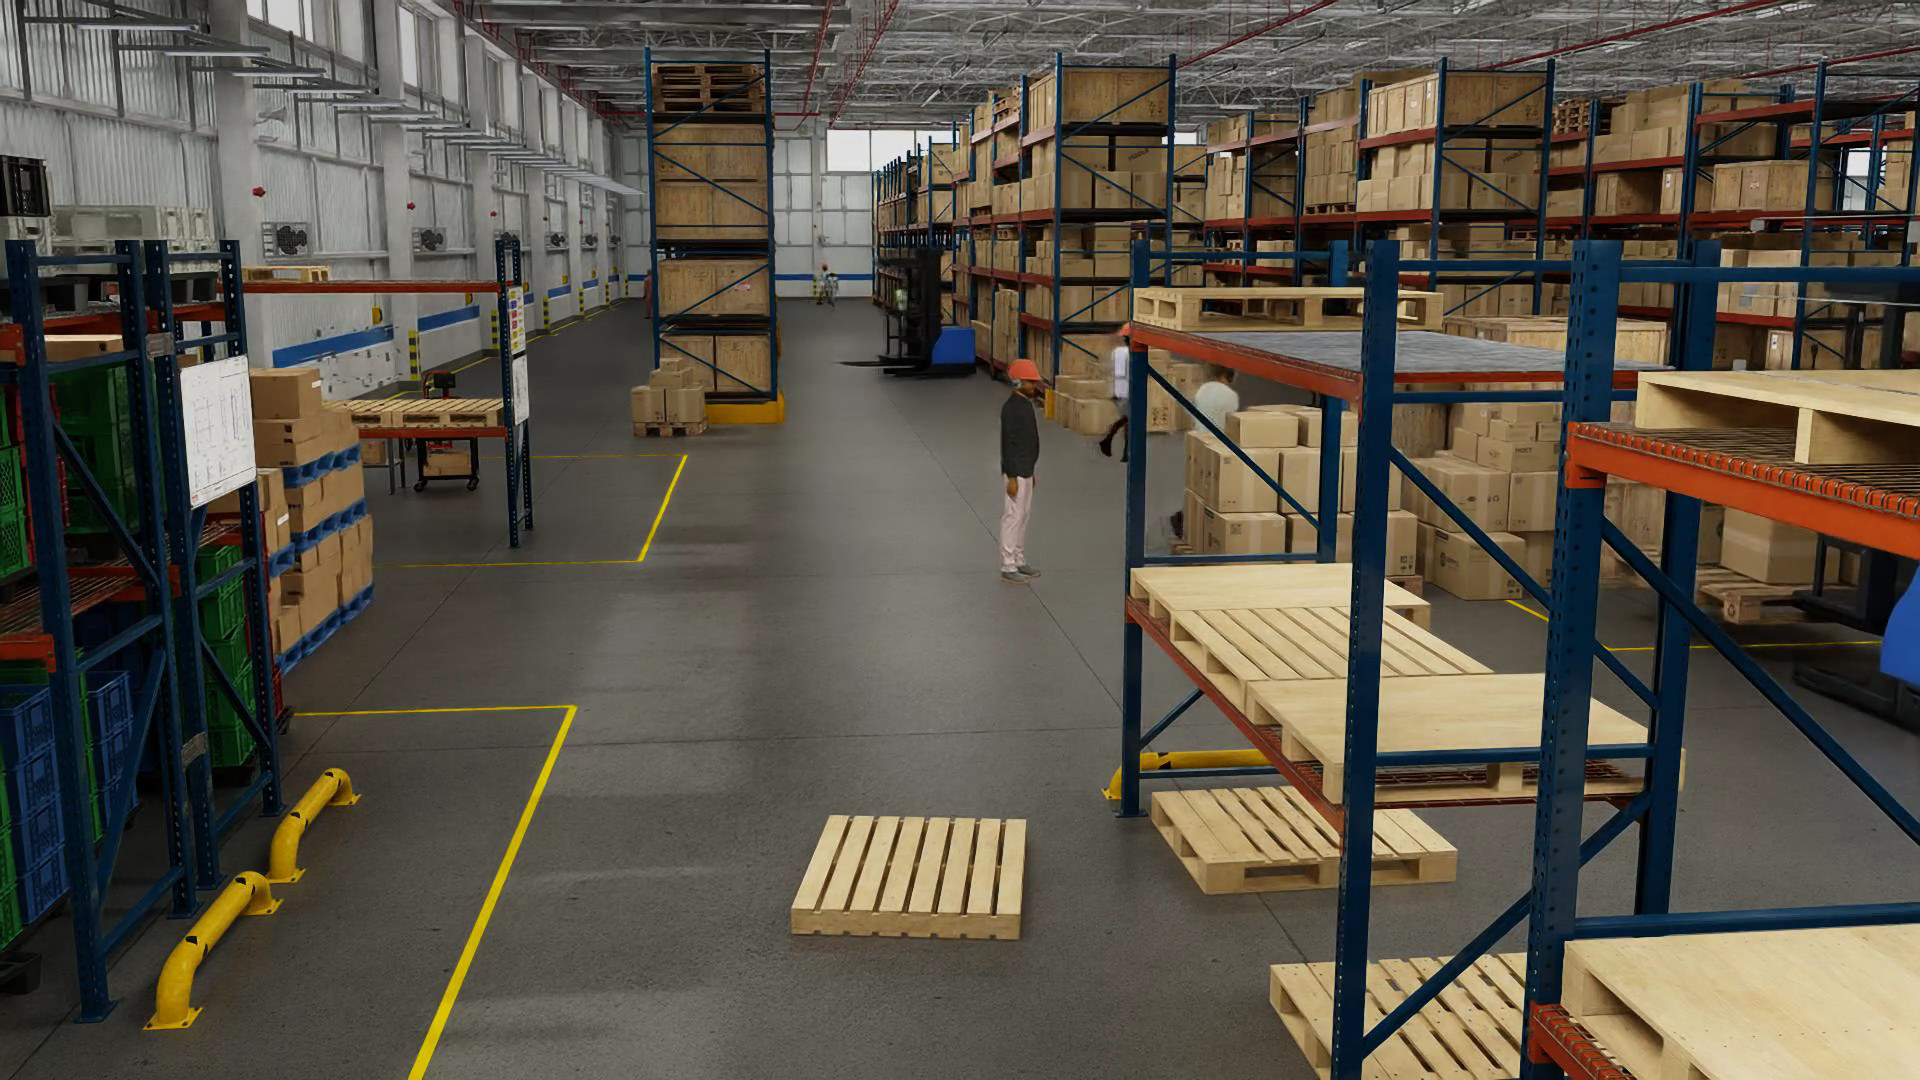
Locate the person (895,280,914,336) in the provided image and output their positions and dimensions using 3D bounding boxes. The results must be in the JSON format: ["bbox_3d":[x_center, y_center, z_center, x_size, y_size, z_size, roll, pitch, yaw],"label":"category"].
[{"bbox_3d":[-1.672,-6.987,50.576,0.578,1.831,0.432,-1,10,-4],"label":"person"}]

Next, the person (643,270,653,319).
[{"bbox_3d":[-12.001,-9.526,64.465,0.399,1.895,0.652,9,14,42],"label":"person"}]

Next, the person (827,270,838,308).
[{"bbox_3d":[-5.672,-11.211,74.243,0.494,1.724,0.627,2,10,10],"label":"person"}]

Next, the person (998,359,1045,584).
[{"bbox_3d":[0.550,-0.608,14.796,0.406,1.984,0.658,3,11,16],"label":"person"}]

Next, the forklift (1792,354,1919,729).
[{"bbox_3d":[6.352,-0.243,10.279,1.129,2.768,1.873,-1,10,-6],"label":"forklift"}]

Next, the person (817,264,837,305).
[{"bbox_3d":[-6.299,-12.002,78.187,0.987,1.883,0.570,-1,10,-8],"label":"person"}]

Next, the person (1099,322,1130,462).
[{"bbox_3d":[2.246,-2.013,22.732,0.531,1.926,0.551,-6,12,-32],"label":"person"}]

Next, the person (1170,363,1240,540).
[{"bbox_3d":[2.469,-0.872,16.459,0.688,1.915,0.656,-5,12,-27],"label":"person"}]

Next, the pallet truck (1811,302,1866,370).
[{"bbox_3d":[15.846,-3.142,28.793,1.885,1.965,0.823,2,10,12],"label":"pallet truck"}]

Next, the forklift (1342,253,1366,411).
[{"bbox_3d":[6.533,-3.255,26.972,1.129,2.768,1.873,-1,10,-6],"label":"forklift"}]

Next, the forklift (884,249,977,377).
[{"bbox_3d":[-0.657,-5.055,36.944,1.873,2.768,1.129,-3,11,-18],"label":"forklift"}]
